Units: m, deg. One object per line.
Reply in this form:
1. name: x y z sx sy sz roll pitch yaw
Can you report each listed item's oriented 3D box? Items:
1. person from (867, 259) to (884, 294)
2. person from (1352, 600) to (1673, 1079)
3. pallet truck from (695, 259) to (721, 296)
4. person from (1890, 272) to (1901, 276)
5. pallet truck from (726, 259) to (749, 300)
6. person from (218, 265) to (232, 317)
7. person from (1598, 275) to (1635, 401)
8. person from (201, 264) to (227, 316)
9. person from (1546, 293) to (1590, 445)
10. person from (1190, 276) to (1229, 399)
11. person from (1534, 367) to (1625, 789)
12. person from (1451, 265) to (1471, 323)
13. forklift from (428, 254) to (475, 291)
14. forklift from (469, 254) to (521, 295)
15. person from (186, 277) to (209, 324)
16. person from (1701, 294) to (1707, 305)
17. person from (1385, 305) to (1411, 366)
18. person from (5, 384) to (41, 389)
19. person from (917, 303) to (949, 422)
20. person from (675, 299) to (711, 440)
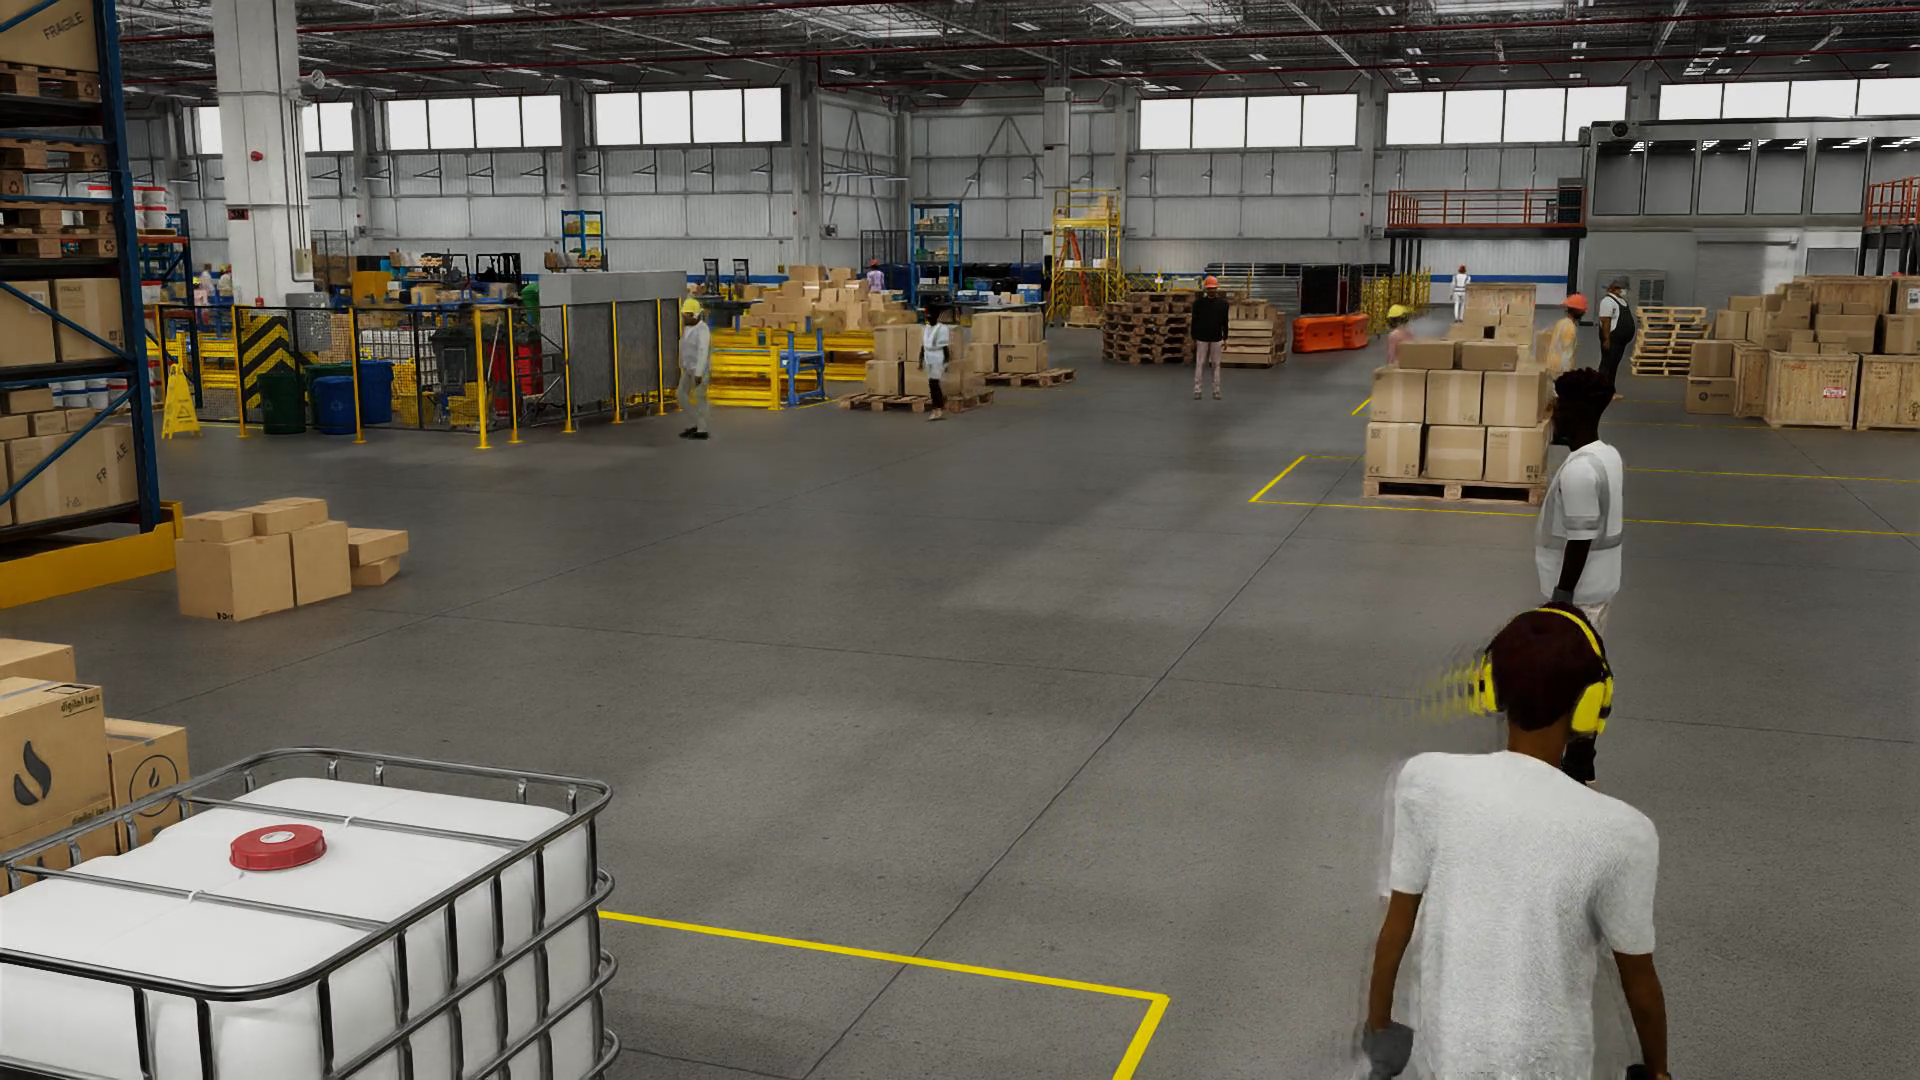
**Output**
1. person: -2.659 -7.732 51.969 0.605 2.045 0.388 -7 12 -35
2. person: 1.141 1.017 3.282 0.565 1.829 0.897 10 14 44
3. pallet truck: -9.165 -9.627 62.776 0.823 1.965 1.885 4 11 23
4. person: 20.155 -4.842 36.015 0.553 1.918 0.563 -2 10 -12
5. pallet truck: -7.986 -9.493 62.019 0.823 1.965 1.885 3 11 17
6. person: -25.176 -8.465 56.753 0.753 1.801 0.620 -7 12 -34
7. person: 10.569 -3.254 26.761 0.536 2.000 0.688 8 13 39
8. person: -26.131 -8.666 57.794 1.042 1.845 0.632 -3 11 -18
9. person: 7.460 -2.120 20.741 0.636 1.912 0.565 1 10 8
10. person: 4.047 -3.271 26.987 0.622 1.993 0.382 1 10 4
11. person: 2.762 0.208 7.472 0.367 1.966 0.604 6 12 31
12. person: 16.066 -7.888 53.405 0.578 1.857 0.914 3 11 19
13. forklift: -20.133 -10.254 65.465 1.157 1.987 2.680 3 11 19
14. forklift: -17.990 -10.121 64.684 1.157 1.987 2.680 3 11 17
15. person: -18.417 -5.473 40.171 0.531 1.720 0.913 -2 10 -10
16. person: 23.912 -7.789 53.467 0.653 1.614 0.518 9 14 42
17. person: 5.504 -2.087 21.023 0.524 1.752 0.421 -9 13 -41
18. person: -11.609 -1.956 20.506 0.561 1.688 0.564 -2 10 -11
19. person: -0.411 -2.515 23.620 0.624 1.671 0.552 -8 13 -36
20. person: -3.439 -2.172 21.291 0.515 1.814 0.625 -7 12 -34
